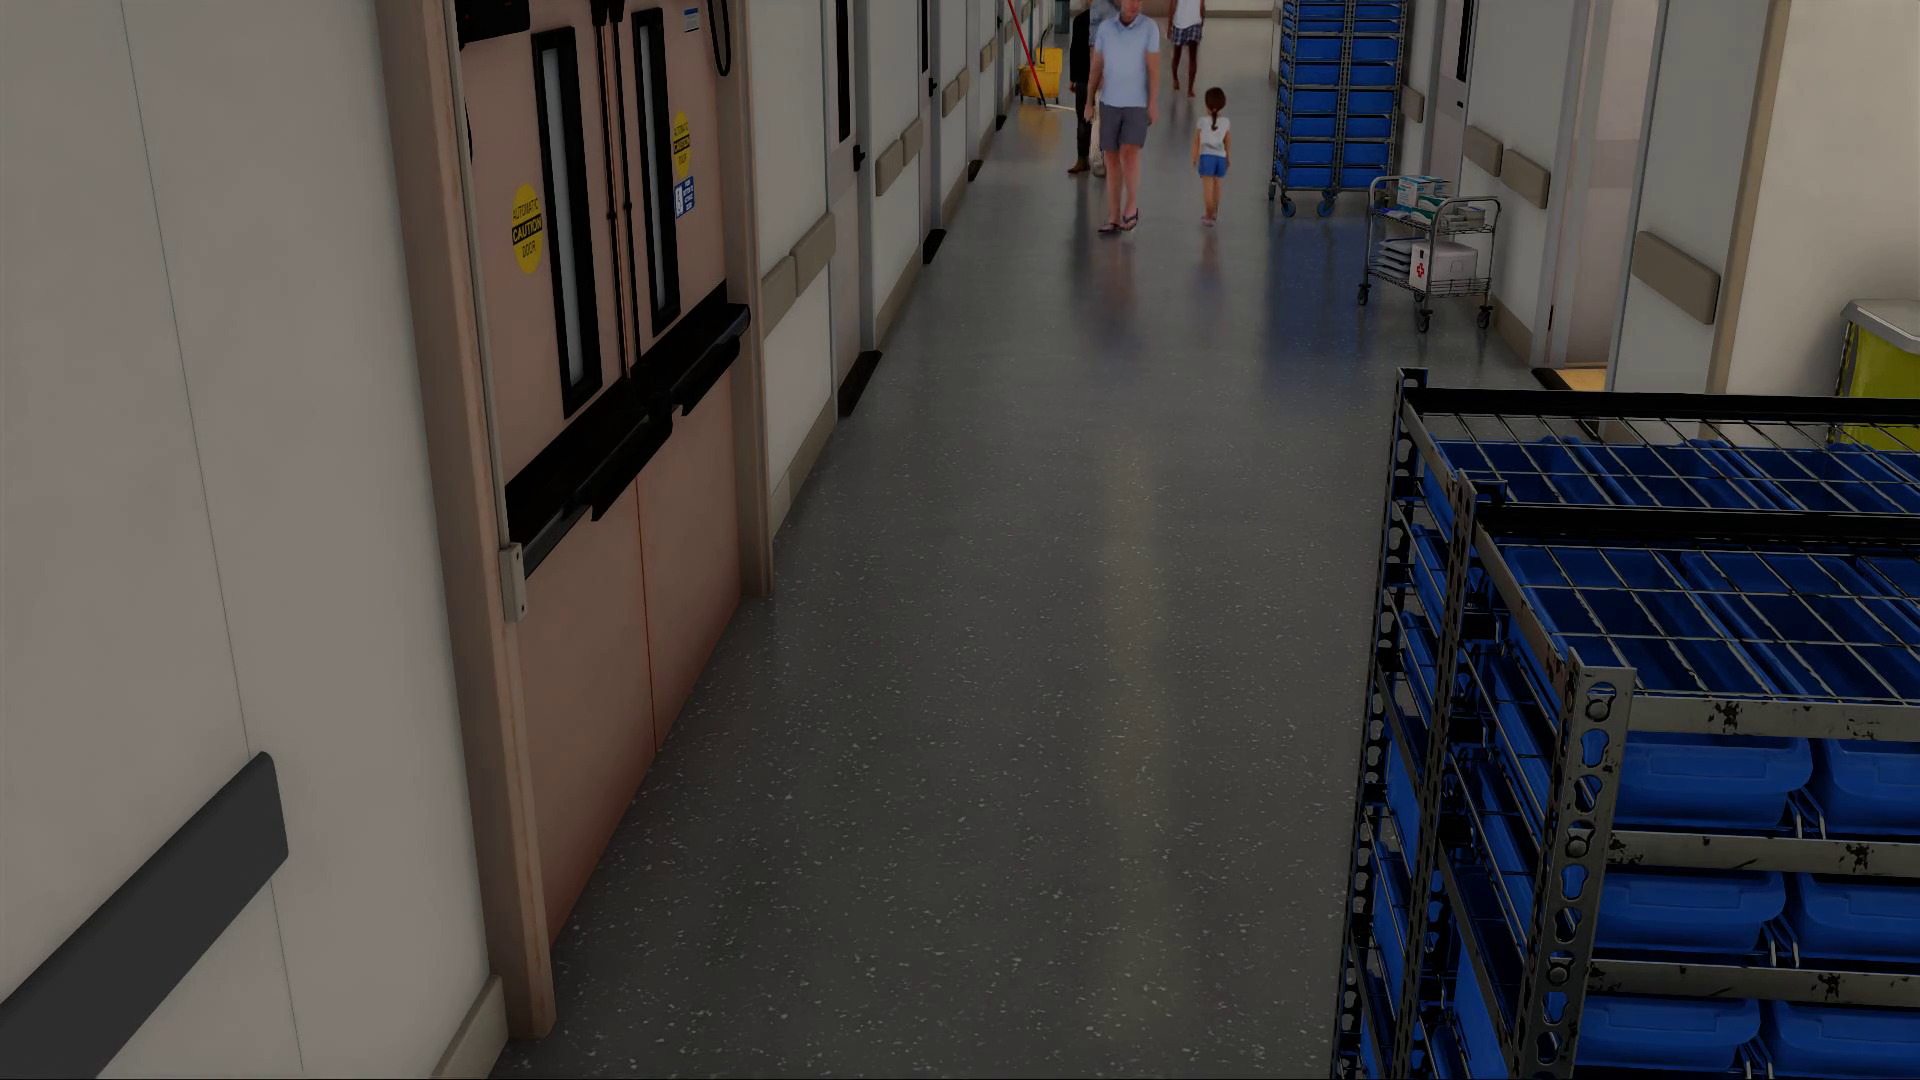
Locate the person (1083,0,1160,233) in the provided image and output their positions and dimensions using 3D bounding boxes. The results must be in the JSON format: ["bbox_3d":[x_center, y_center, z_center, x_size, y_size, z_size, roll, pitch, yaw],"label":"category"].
[{"bbox_3d":[1.251,-3.159,12.115,0.804,1.817,0.778,11,23,27],"label":"person"}]

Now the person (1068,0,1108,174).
[{"bbox_3d":[1.218,-4.154,14.875,0.715,1.722,0.661,10,23,25],"label":"person"}]

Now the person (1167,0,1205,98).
[{"bbox_3d":[2.869,-6.548,21.229,0.737,1.700,1.142,-1,21,-2],"label":"person"}]

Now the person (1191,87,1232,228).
[{"bbox_3d":[1.906,-2.862,12.473,0.479,1.008,0.569,-4,21,-10],"label":"person"}]

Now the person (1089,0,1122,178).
[{"bbox_3d":[1.318,-4.142,14.690,0.794,1.832,0.842,-14,25,-32],"label":"person"}]
